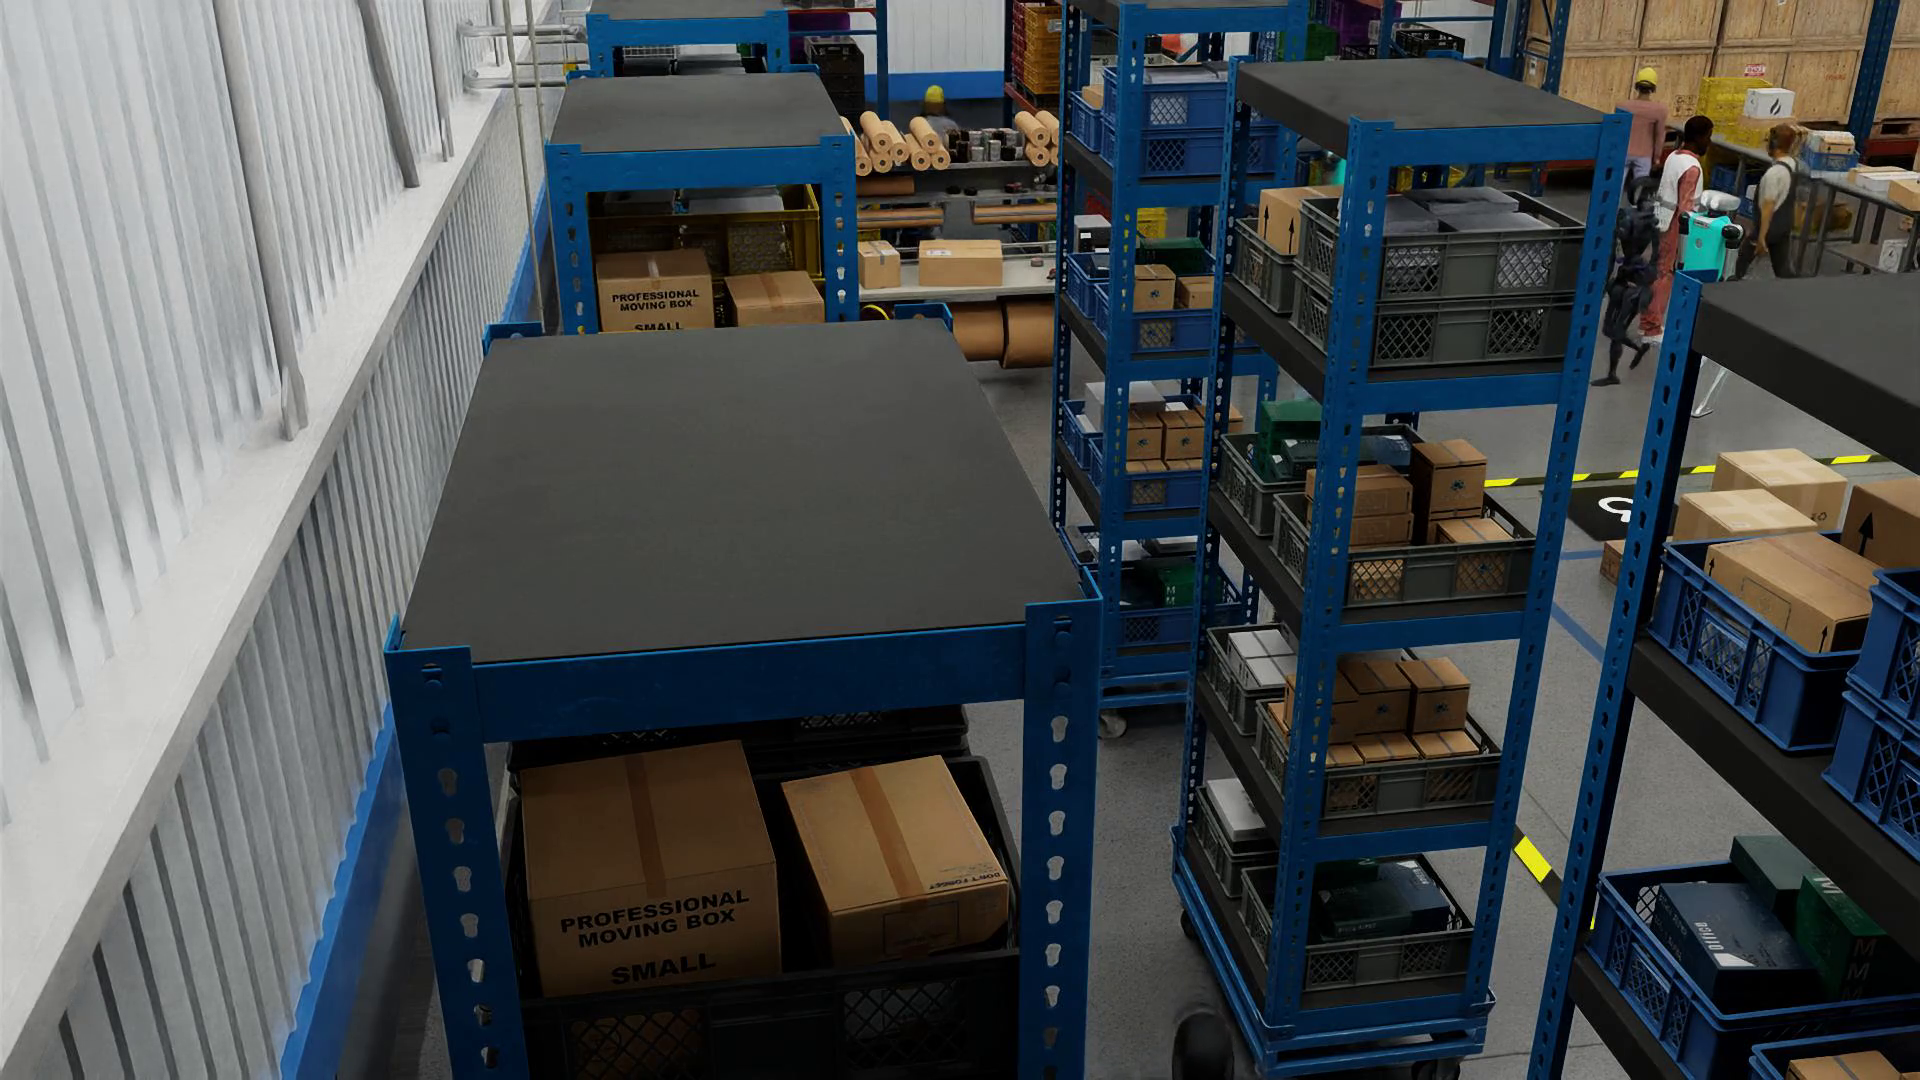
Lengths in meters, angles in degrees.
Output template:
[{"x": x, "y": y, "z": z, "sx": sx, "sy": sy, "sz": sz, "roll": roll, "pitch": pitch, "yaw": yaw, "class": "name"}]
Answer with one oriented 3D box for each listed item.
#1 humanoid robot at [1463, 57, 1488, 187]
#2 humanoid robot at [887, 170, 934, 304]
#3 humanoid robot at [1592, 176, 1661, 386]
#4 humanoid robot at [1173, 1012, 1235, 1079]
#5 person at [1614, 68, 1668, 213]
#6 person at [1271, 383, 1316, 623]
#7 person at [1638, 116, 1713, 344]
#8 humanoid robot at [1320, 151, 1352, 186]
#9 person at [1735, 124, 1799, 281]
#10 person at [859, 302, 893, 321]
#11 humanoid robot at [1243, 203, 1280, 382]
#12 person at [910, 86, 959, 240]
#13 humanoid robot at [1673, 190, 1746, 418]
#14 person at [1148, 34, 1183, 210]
[{"x": 5.657, "y": -4.469, "z": 18.313, "sx": 0.350, "sy": 1.648, "sz": 0.584, "roll": -1, "pitch": 25, "yaw": -3, "class": "humanoid robot"}, {"x": -0.415, "y": -2.430, "z": 13.900, "sx": 0.339, "sy": 1.650, "sz": 0.594, "roll": -17, "pitch": 30, "yaw": -33, "class": "humanoid robot"}, {"x": 5.312, "y": -2.027, "z": 13.038, "sx": 0.577, "sy": 1.643, "sz": 0.601, "roll": -7, "pitch": 26, "yaw": -15, "class": "humanoid robot"}, {"x": 0.612, "y": 1.898, "z": 4.534, "sx": 0.612, "sy": 1.624, "sz": 0.752, "roll": -1, "pitch": 25, "yaw": -3, "class": "humanoid robot"}, {"x": 6.920, "y": -3.931, "z": 17.065, "sx": 0.547, "sy": 1.761, "sz": 0.323, "roll": 12, "pitch": 27, "yaw": 25, "class": "person"}, {"x": 1.724, "y": 0.135, "z": 8.169, "sx": 0.383, "sy": 1.810, "sz": 0.749, "roll": -10, "pitch": 27, "yaw": -21, "class": "person"}, {"x": 5.998, "y": -2.600, "z": 13.989, "sx": 0.399, "sy": 1.911, "sz": 0.585, "roll": 3, "pitch": 25, "yaw": 7, "class": "person"}, {"x": 3.065, "y": -2.739, "z": 14.494, "sx": 0.744, "sy": 1.782, "sz": 0.548, "roll": 19, "pitch": 31, "yaw": 35, "class": "humanoid robot"}, {"x": 6.928, "y": -2.657, "z": 14.272, "sx": 0.498, "sy": 1.789, "sz": 1.034, "roll": -19, "pitch": 31, "yaw": -36, "class": "person"}, {"x": -0.461, "y": -0.430, "z": 9.325, "sx": 0.518, "sy": 1.865, "sz": 0.328, "roll": 7, "pitch": 26, "yaw": 15, "class": "person"}, {"x": 2.417, "y": -2.078, "z": 13.113, "sx": 0.599, "sy": 1.657, "sz": 0.315, "roll": 16, "pitch": 29, "yaw": 31, "class": "humanoid robot"}, {"x": -0.259, "y": -3.613, "z": 16.432, "sx": 0.497, "sy": 1.698, "sz": 0.884, "roll": -7, "pitch": 26, "yaw": -15, "class": "person"}, {"x": 5.558, "y": -1.741, "z": 12.161, "sx": 0.735, "sy": 1.681, "sz": 0.533, "roll": -11, "pitch": 27, "yaw": -23, "class": "humanoid robot"}, {"x": 2.140, "y": -4.511, "z": 18.027, "sx": 0.628, "sy": 2.014, "sz": 0.508, "roll": -21, "pitch": 32, "yaw": -38, "class": "person"}]
